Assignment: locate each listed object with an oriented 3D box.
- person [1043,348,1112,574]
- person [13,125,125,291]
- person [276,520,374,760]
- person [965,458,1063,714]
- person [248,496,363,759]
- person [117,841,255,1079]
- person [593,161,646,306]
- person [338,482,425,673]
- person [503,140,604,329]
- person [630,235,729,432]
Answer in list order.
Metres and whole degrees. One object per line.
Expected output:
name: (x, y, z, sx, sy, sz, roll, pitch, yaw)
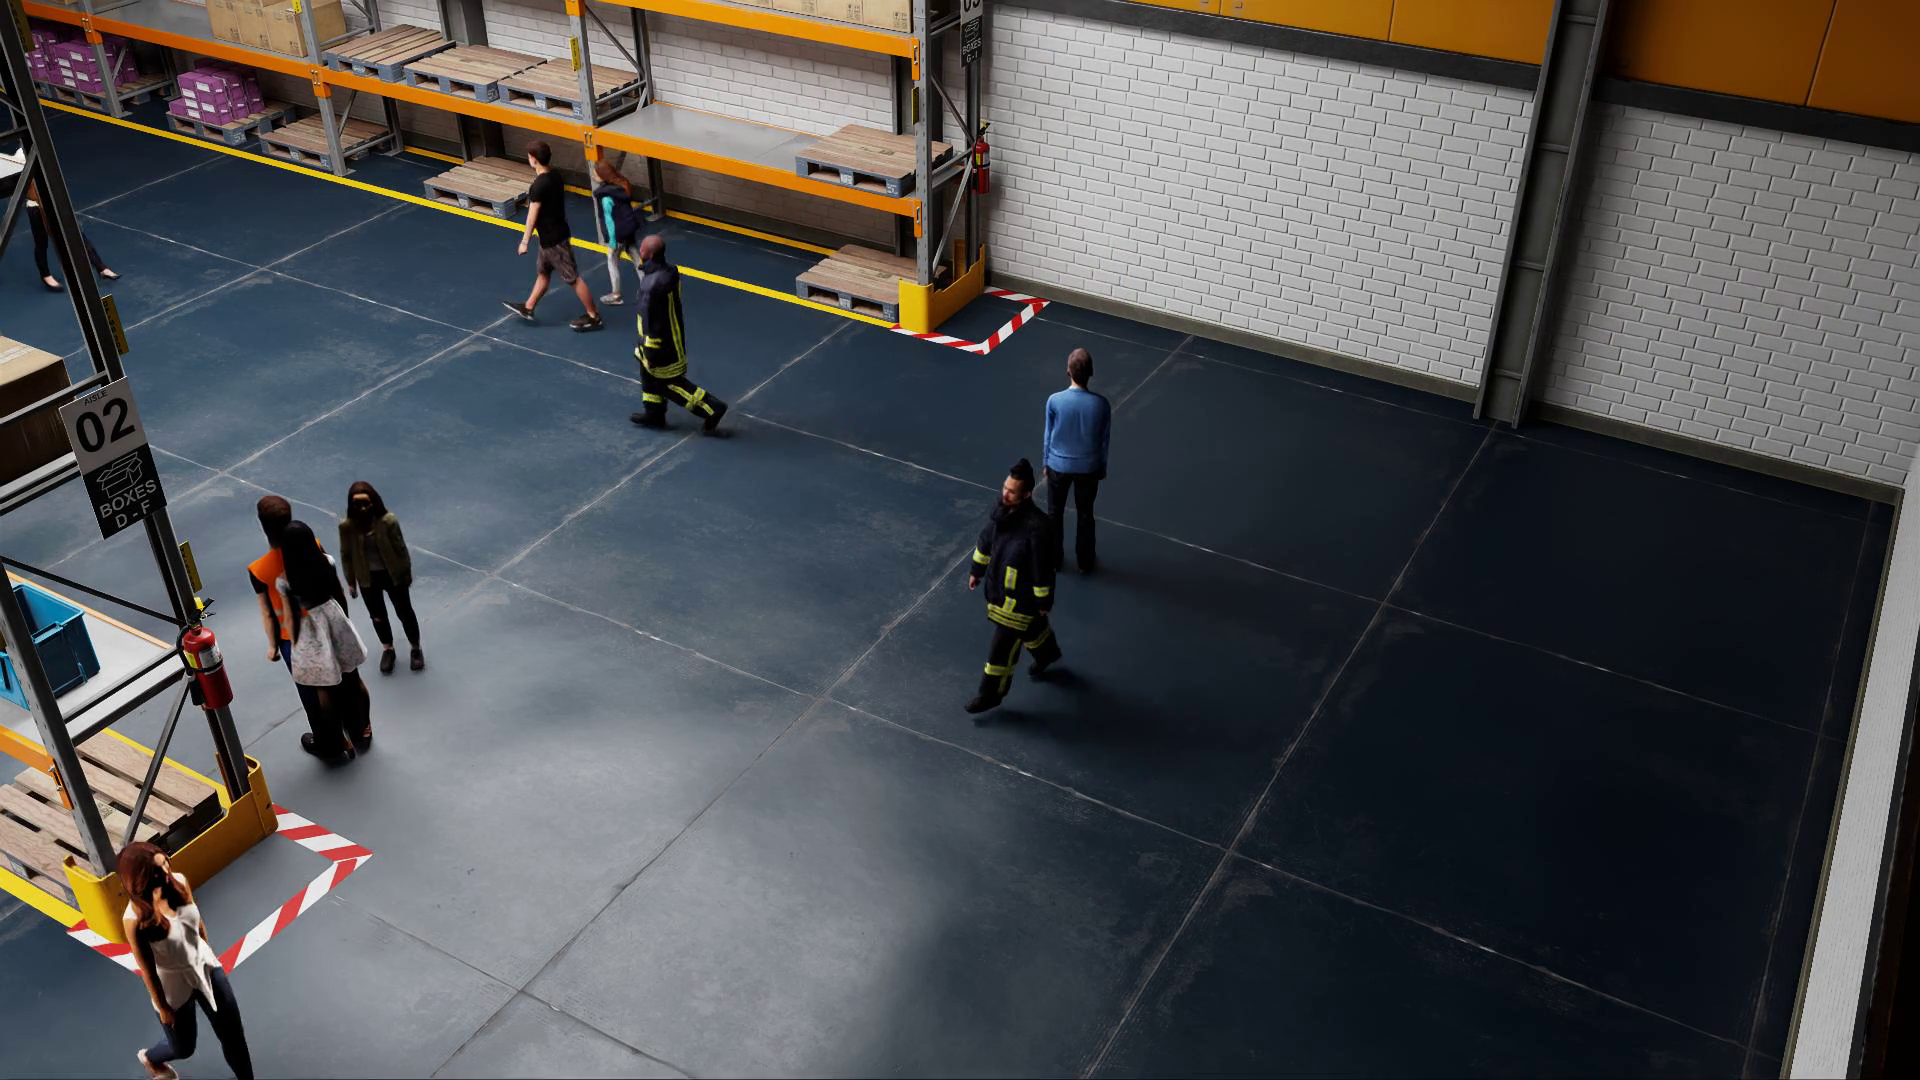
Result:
person: (0.841, -0.569, 12.276, 0.659, 1.813, 0.781, 1, 34, 2)
person: (-9.075, -3.250, 16.359, 1.147, 1.757, 0.887, 4, 34, 7)
person: (-4.018, 0.630, 10.507, 0.700, 1.775, 0.701, 27, 42, 34)
person: (0.452, 0.243, 11.037, 1.156, 1.831, 1.196, -18, 38, -25)
person: (-4.131, 0.556, 10.514, 0.690, 1.889, 0.723, 26, 42, 34)
person: (-3.886, 2.179, 8.189, 1.080, 1.760, 0.712, 11, 35, 16)
person: (-3.264, -2.992, 16.223, 0.800, 1.478, 0.678, 10, 35, 15)
person: (-3.963, 0.232, 11.374, 0.666, 1.476, 0.742, -6, 34, -8)
person: (-3.727, -2.817, 15.664, 1.304, 1.806, 1.065, 0, 34, 0)
person: (-2.424, -1.705, 13.997, 1.271, 1.798, 1.035, 4, 34, 6)
